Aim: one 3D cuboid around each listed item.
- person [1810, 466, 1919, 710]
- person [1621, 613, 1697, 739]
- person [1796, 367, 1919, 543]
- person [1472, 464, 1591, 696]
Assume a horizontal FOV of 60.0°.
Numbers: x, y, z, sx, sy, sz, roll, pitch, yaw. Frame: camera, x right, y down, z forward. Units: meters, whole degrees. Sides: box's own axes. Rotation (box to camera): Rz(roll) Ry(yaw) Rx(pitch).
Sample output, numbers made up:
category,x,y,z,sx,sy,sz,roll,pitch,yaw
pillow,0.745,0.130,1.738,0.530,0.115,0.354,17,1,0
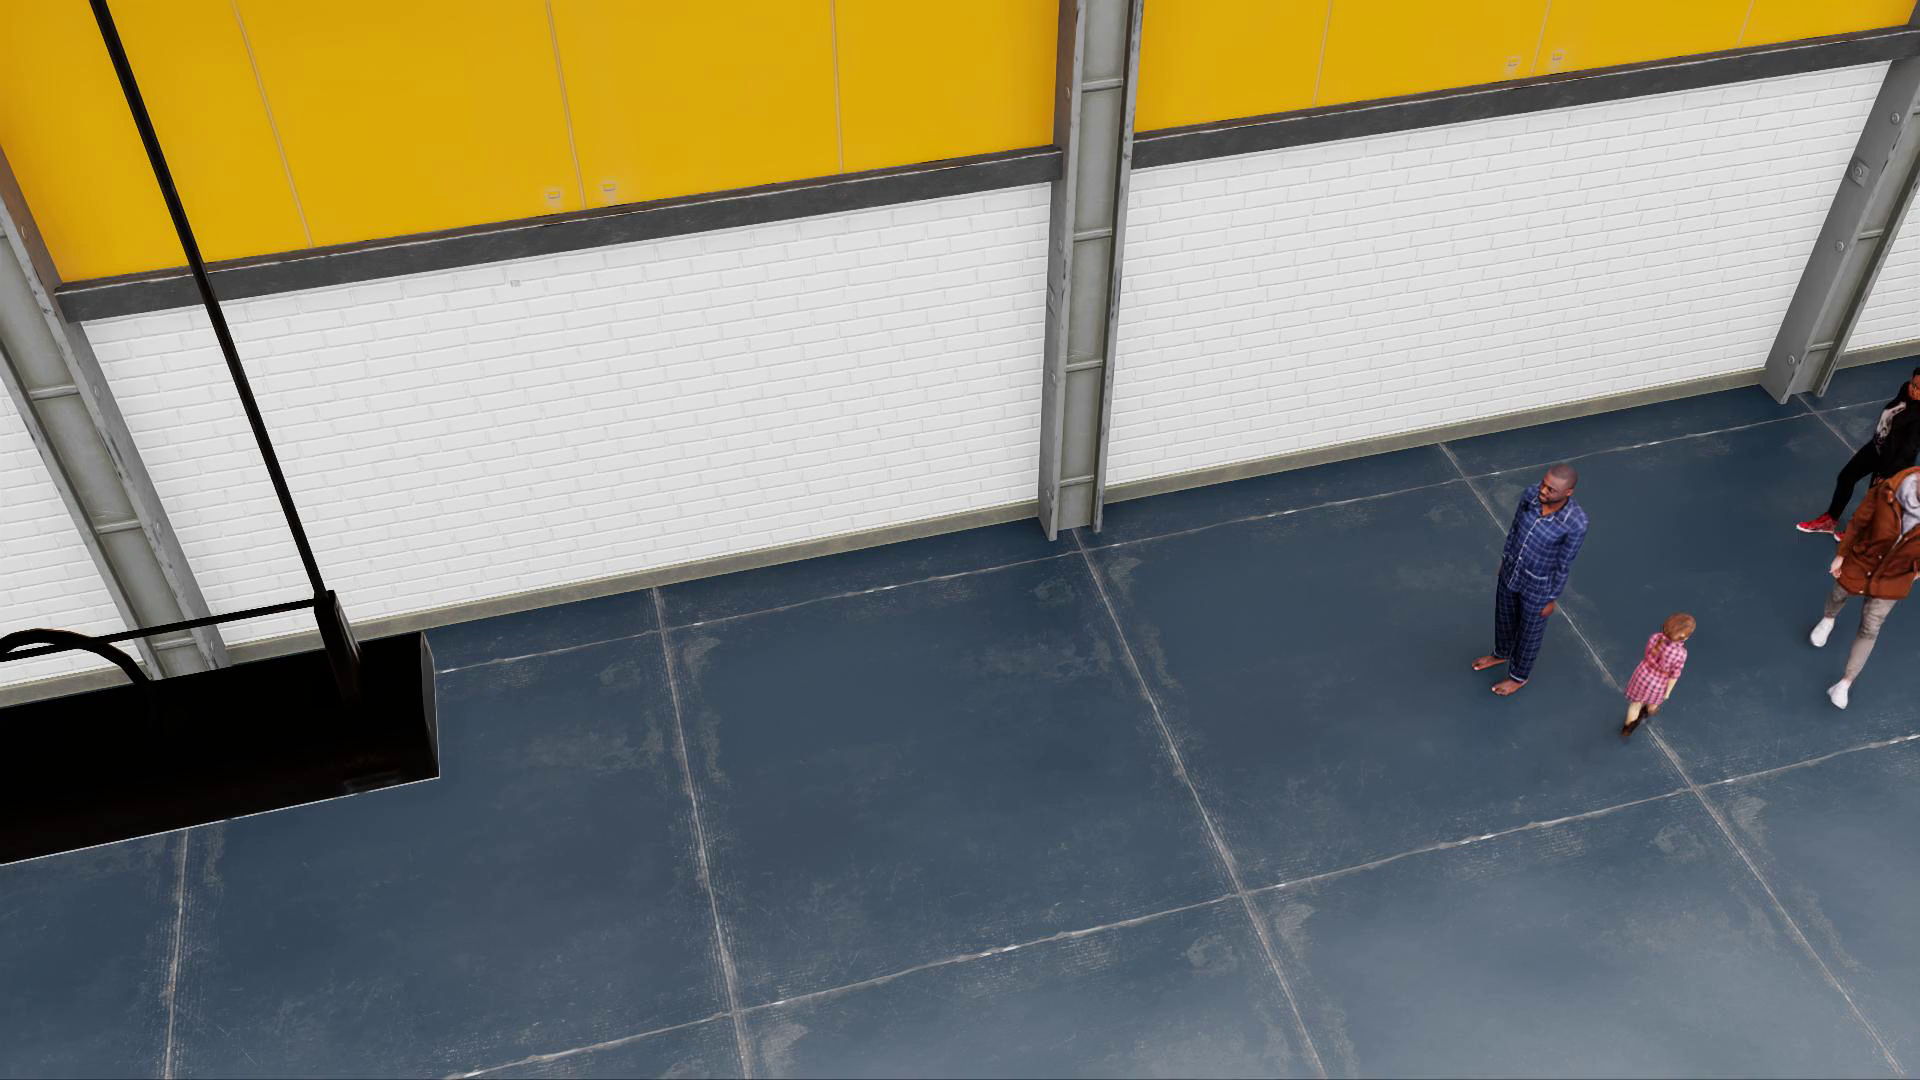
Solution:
category,x,y,z,sx,sy,sz,roll,pitch,yaw
person,5.783,0.125,10.494,1.156,1.784,1.231,24,48,23
person,4.273,0.856,10.292,0.672,1.005,0.572,-35,53,-31
person,6.406,-0.560,11.317,0.846,1.641,0.756,4,44,4
person,3.574,0.233,10.356,0.671,1.819,0.711,-21,48,-21
